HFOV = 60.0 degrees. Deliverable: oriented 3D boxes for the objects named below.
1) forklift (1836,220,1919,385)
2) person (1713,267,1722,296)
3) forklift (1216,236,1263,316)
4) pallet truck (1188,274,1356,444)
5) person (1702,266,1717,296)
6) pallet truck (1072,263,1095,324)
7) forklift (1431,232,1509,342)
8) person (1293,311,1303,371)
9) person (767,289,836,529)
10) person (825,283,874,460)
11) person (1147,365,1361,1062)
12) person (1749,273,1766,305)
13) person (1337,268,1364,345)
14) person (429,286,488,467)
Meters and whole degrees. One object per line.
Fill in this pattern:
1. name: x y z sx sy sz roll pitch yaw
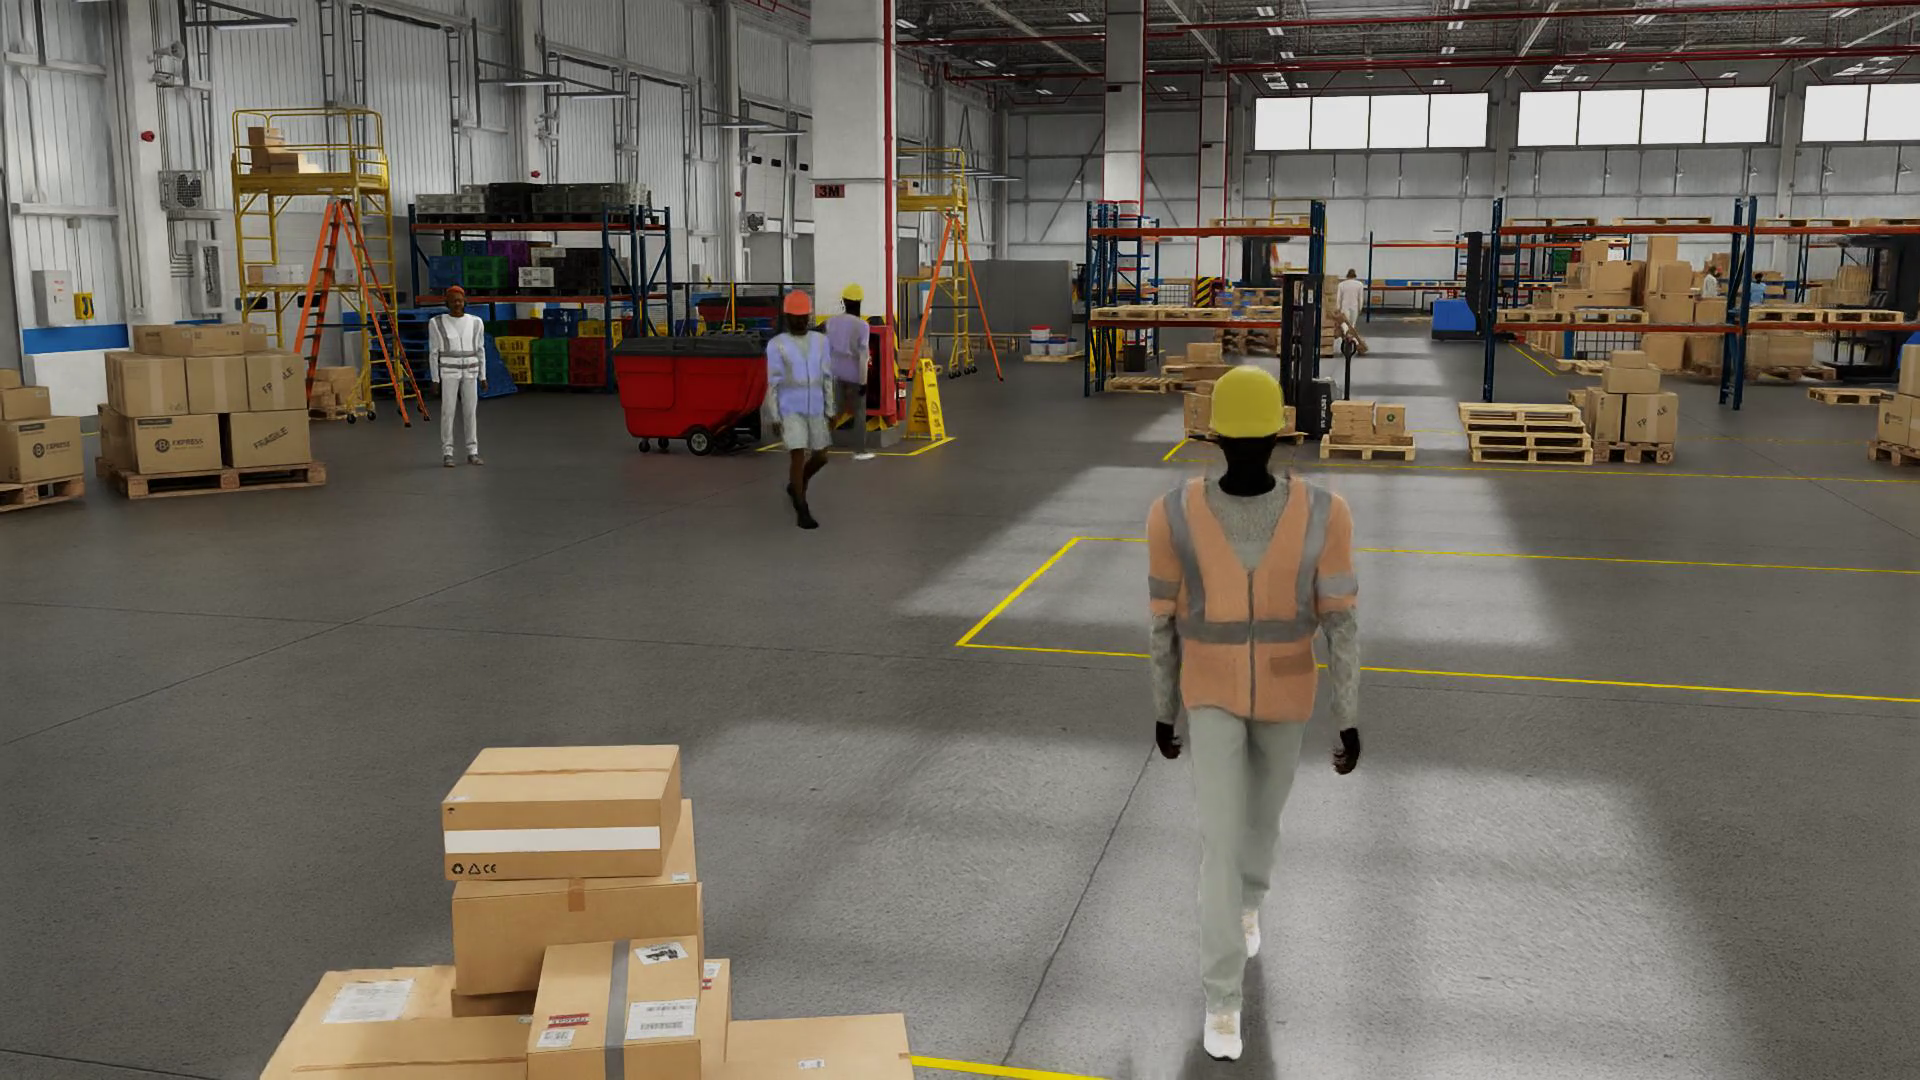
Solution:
1. forklift: 16.006 -4.045 28.222 1.873 2.768 1.129 2 10 14
2. person: 23.329 -7.499 51.447 0.843 1.882 0.524 0 10 -2
3. forklift: 8.887 -7.890 50.857 1.873 2.768 1.129 -2 10 -14
4. pallet truck: 3.653 -2.138 19.590 1.885 1.965 0.823 -4 10 -20
5. person: 22.898 -7.407 50.840 0.373 1.931 0.623 4 11 24
6. pallet truck: 4.325 -8.180 55.162 0.823 1.965 1.885 6 11 31
7. forklift: 13.183 -6.527 42.836 1.873 2.768 1.129 2 10 14
8. person: 6.623 -4.102 31.932 0.323 1.736 0.488 6 11 30
9. person: -1.299 -1.063 13.466 0.567 1.924 0.604 -6 11 -30
10. person: -1.228 -1.769 17.682 0.587 1.907 0.759 6 11 31
11. person: 0.842 0.426 4.851 0.603 1.886 0.966 1 10 4
12. person: 24.527 -7.359 51.207 0.540 1.696 0.317 0 10 1
13. person: 9.652 -5.759 41.175 0.635 1.916 0.855 2 10 12
14. person: -5.228 -1.703 17.360 0.584 1.882 0.337 -6 11 -32
